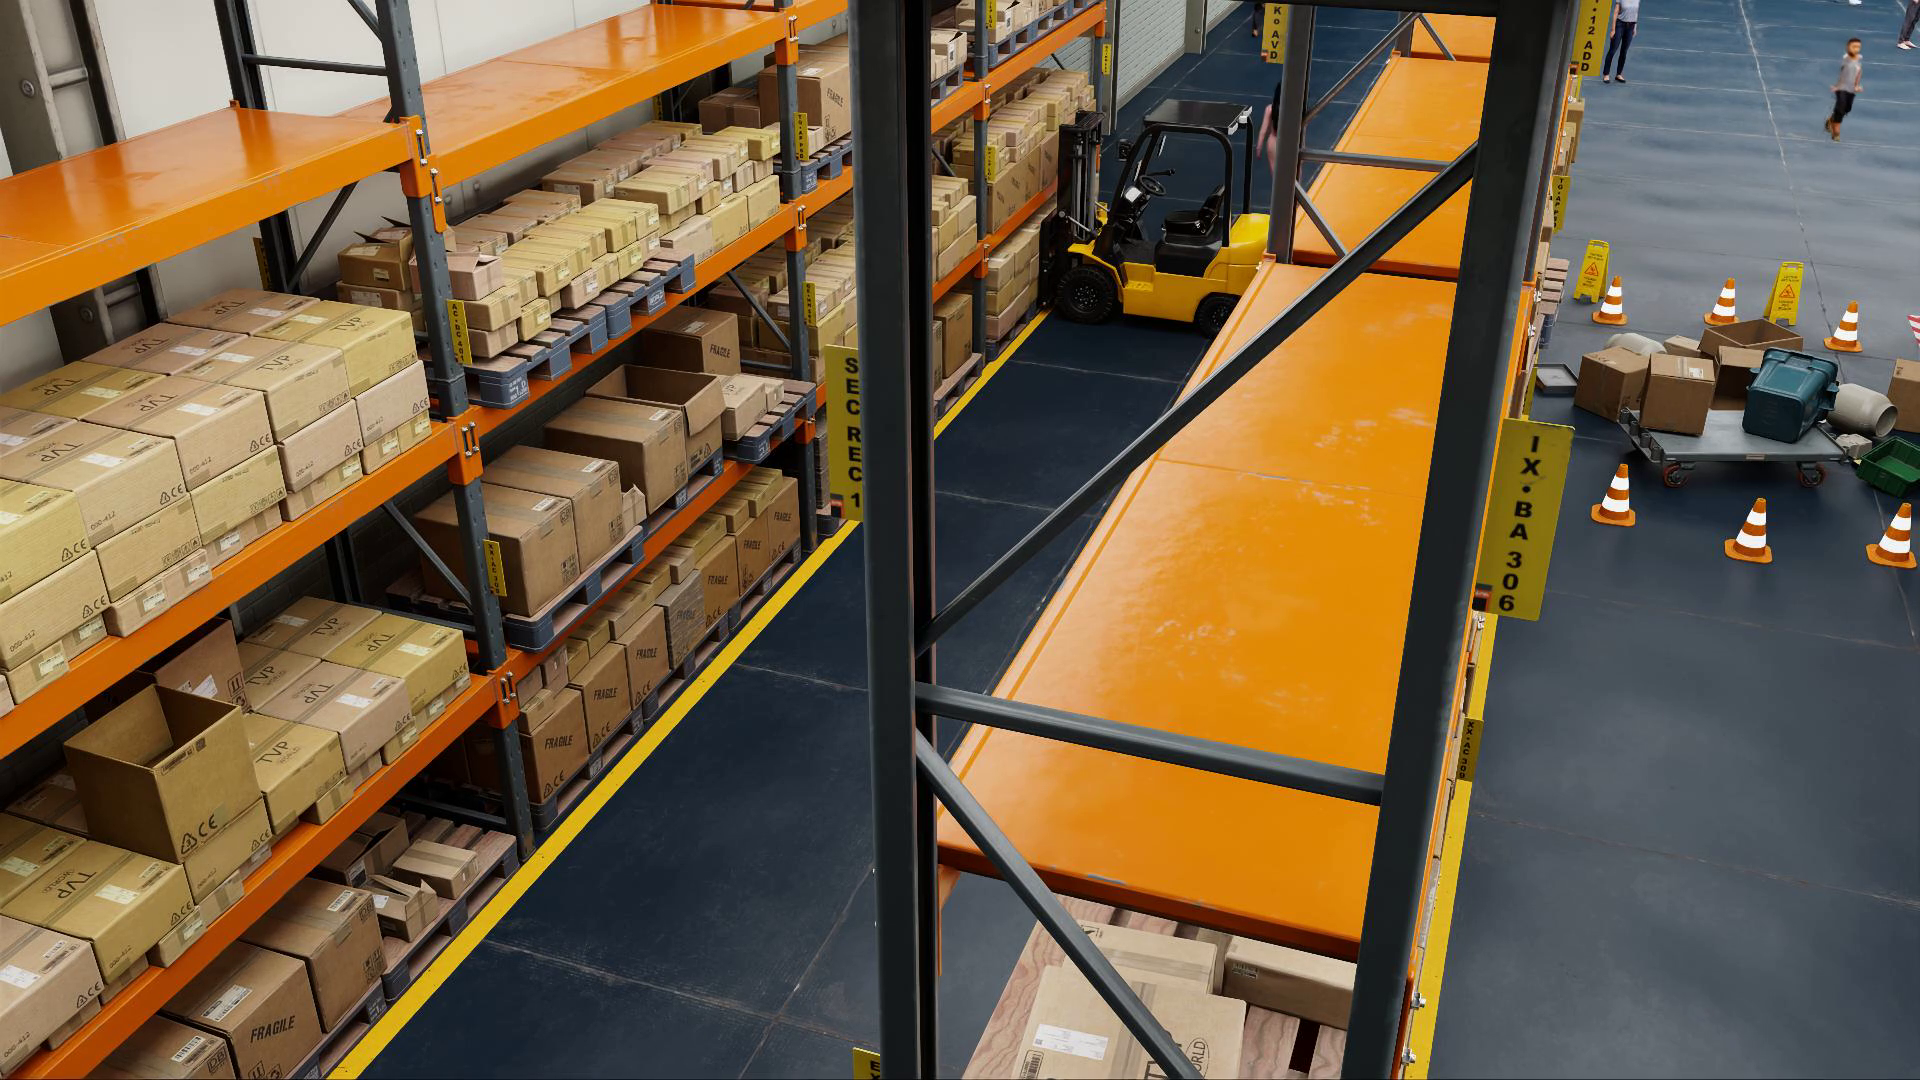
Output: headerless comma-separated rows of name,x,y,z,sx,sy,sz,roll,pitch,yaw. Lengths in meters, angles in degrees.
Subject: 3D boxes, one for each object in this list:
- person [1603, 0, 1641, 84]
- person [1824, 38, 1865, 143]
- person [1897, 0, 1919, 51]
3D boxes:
person,10.738,-8.301,26.922,0.662,1.722,0.655,-3,28,-6
person,12.748,-6.548,23.940,0.762,1.433,1.048,1,28,2
person,16.892,-9.585,29.288,0.626,1.765,0.733,-20,34,-33
